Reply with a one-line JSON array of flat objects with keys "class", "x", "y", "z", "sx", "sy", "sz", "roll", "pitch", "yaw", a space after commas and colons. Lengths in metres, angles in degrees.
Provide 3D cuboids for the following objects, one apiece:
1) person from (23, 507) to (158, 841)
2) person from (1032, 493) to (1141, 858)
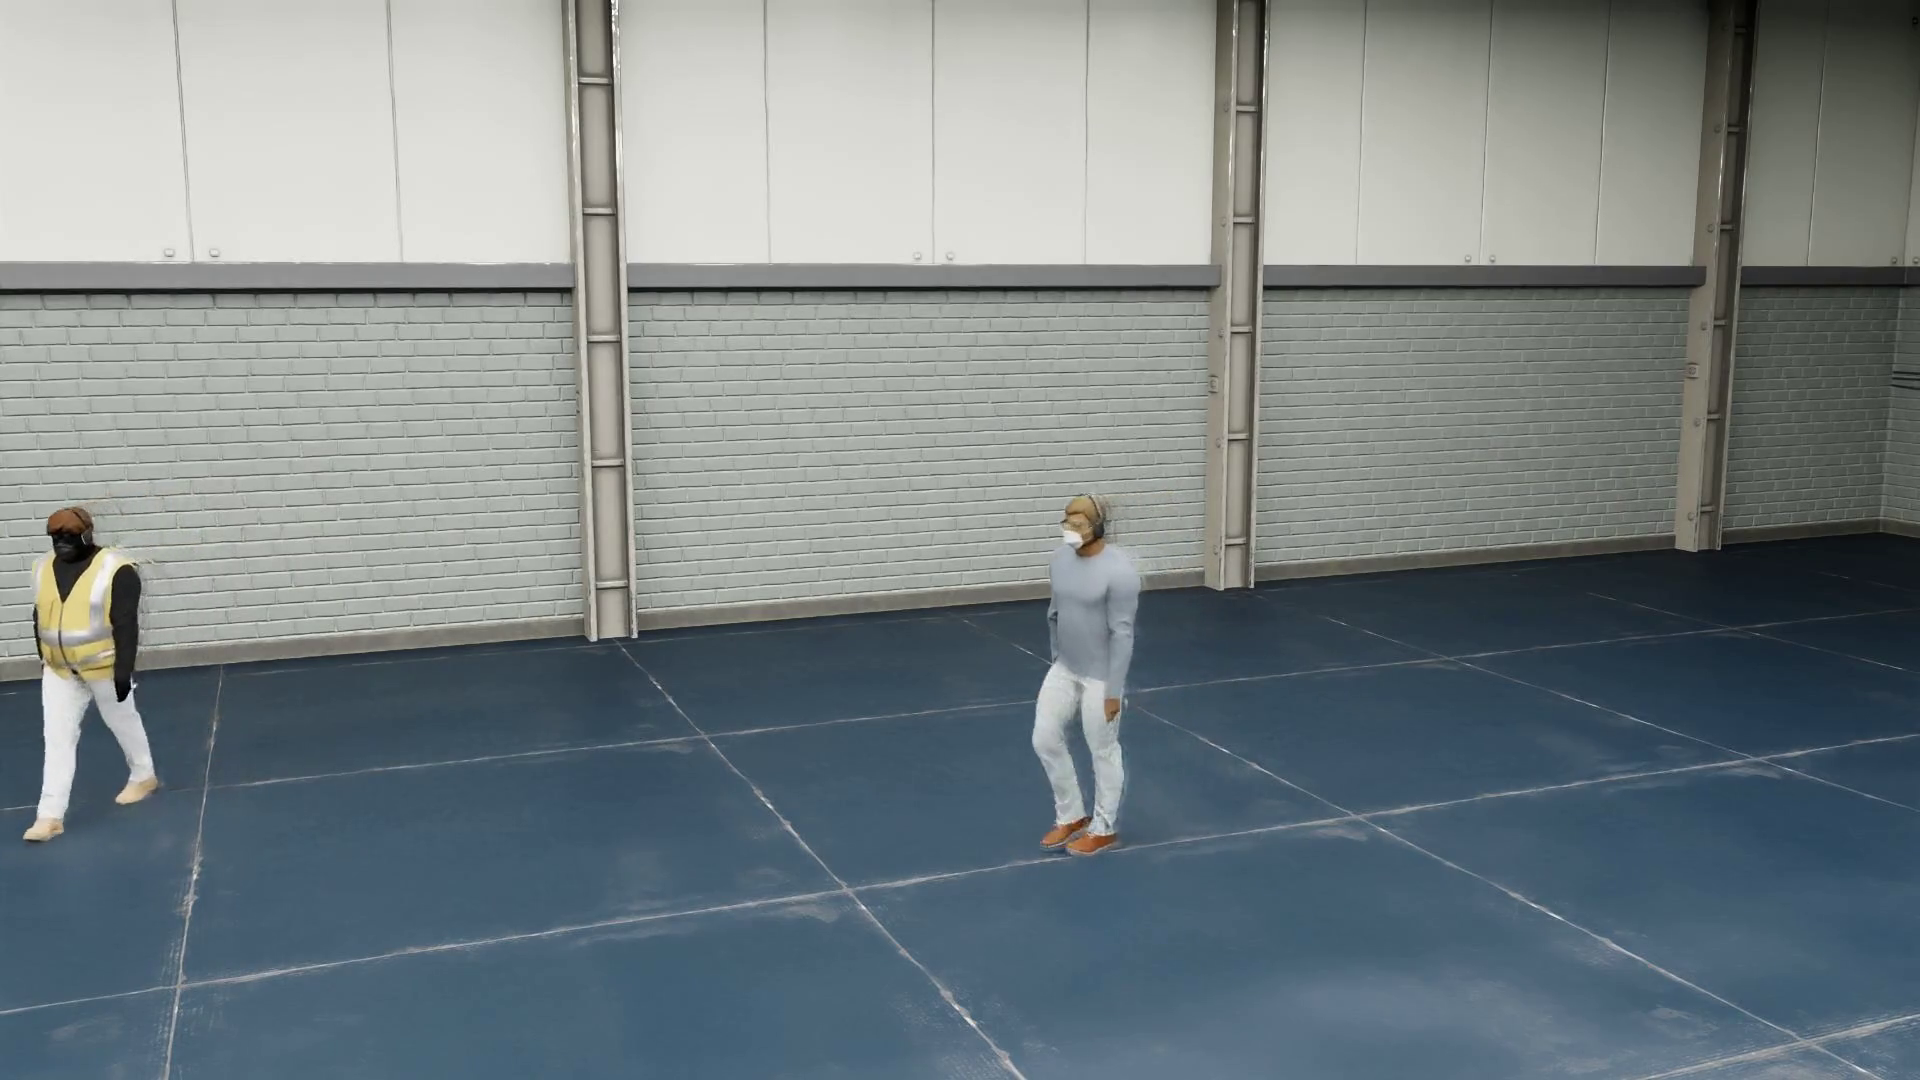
[{"class": "person", "x": -4.824, "y": 0.689, "z": 9.217, "sx": 0.631, "sy": 1.785, "sz": 0.999, "roll": 1, "pitch": 9, "yaw": 3}, {"class": "person", "x": 0.617, "y": 0.716, "z": 8.584, "sx": 0.545, "sy": 1.921, "sz": 0.661, "roll": -7, "pitch": 12, "yaw": -39}]
